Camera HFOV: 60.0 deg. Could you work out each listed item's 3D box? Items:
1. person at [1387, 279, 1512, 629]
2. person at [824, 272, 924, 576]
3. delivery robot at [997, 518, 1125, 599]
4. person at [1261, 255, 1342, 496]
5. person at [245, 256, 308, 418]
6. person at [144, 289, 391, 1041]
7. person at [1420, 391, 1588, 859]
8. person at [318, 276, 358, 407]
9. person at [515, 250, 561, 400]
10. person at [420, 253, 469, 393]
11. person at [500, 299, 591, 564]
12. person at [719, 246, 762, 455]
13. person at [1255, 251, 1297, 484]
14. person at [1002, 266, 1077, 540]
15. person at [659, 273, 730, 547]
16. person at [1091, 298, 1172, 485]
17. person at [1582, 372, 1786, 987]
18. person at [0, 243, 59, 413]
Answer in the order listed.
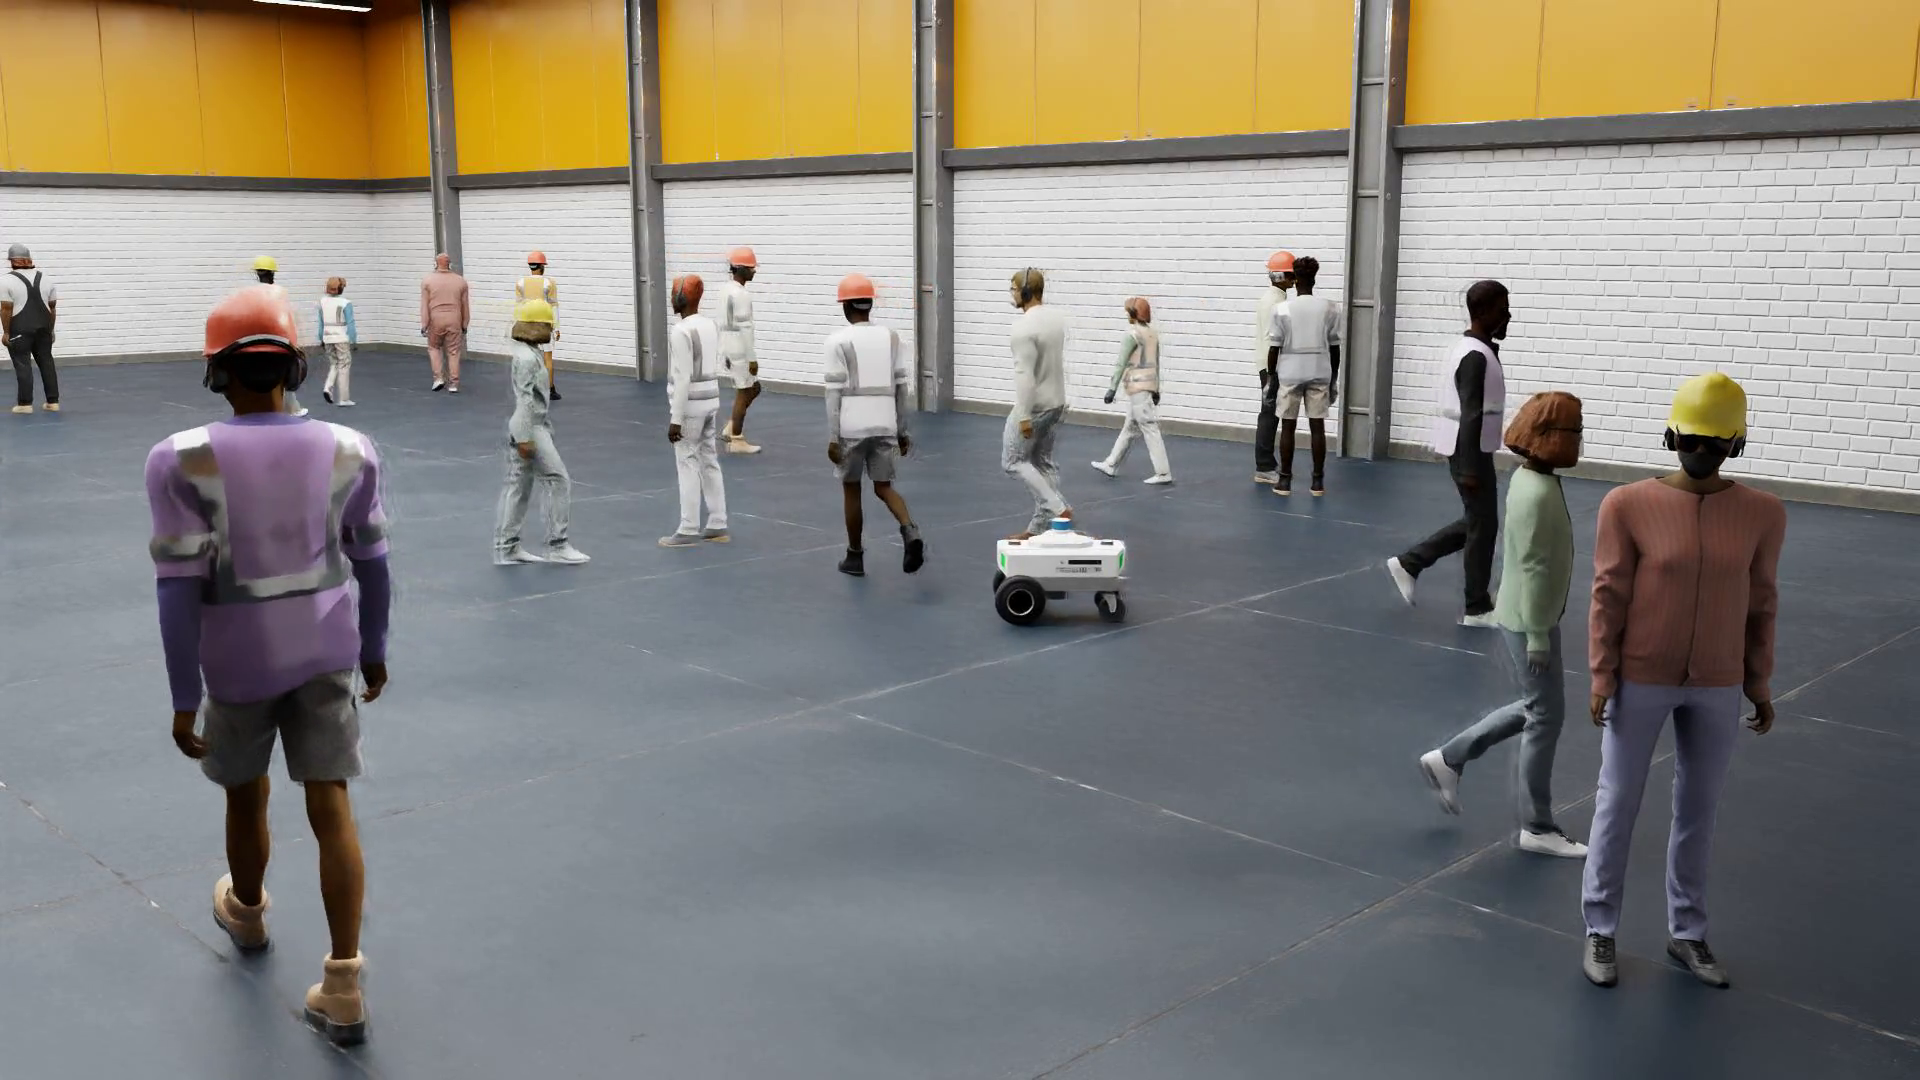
[{"bbox_3d":[2.737,-0.462,9.057,0.667,1.901,0.595,4,11,21],"label":"person"},{"bbox_3d":[-0.529,-0.689,10.258,0.560,1.913,0.734,-6,12,-31],"label":"person"},{"bbox_3d":[0.563,0.121,9.283,0.707,0.478,0.477,0,10,0],"label":"delivery robot"},{"bbox_3d":[2.806,-1.335,13.629,0.622,1.967,0.364,1,10,3],"label":"person"},{"bbox_3d":[-7.780,-2.259,18.856,0.617,1.888,0.898,1,10,6],"label":"person"},{"bbox_3d":[-1.889,0.309,4.612,0.635,1.981,1.070,-7,13,-35],"label":"person"},{"bbox_3d":[1.933,0.288,5.730,0.536,1.617,0.508,4,11,20],"label":"person"},{"bbox_3d":[-7.740,-2.470,20.738,0.534,1.623,0.370,4,11,21],"label":"person"},{"bbox_3d":[-5.453,-2.771,21.541,0.552,1.934,0.355,0,10,2],"label":"person"},{"bbox_3d":[-7.023,-2.946,22.638,0.672,1.881,0.576,-6,12,-29],"label":"person"},{"bbox_3d":[-2.680,-0.686,10.742,0.720,1.710,0.510,-3,11,-14],"label":"person"},{"bbox_3d":[-2.101,-1.832,16.171,0.432,2.023,0.633,-4,11,-20],"label":"person"},{"bbox_3d":[2.749,-1.493,14.411,0.391,1.991,0.625,3,11,18],"label":"person"},{"bbox_3d":[0.541,-0.883,11.289,0.482,1.926,0.640,5,12,27],"label":"person"},{"bbox_3d":[-1.835,-0.885,11.416,0.349,1.884,0.577,3,11,16],"label":"person"},{"bbox_3d":[1.489,-1.281,14.345,0.859,1.587,0.534,6,12,31],"label":"person"},{"bbox_3d":[2.037,0.405,4.701,0.523,1.762,0.329,1,10,3],"label":"person"},{"bbox_3d":[-11.297,-2.560,20.103,0.536,2.000,0.688,6,12,29],"label":"person"}]
